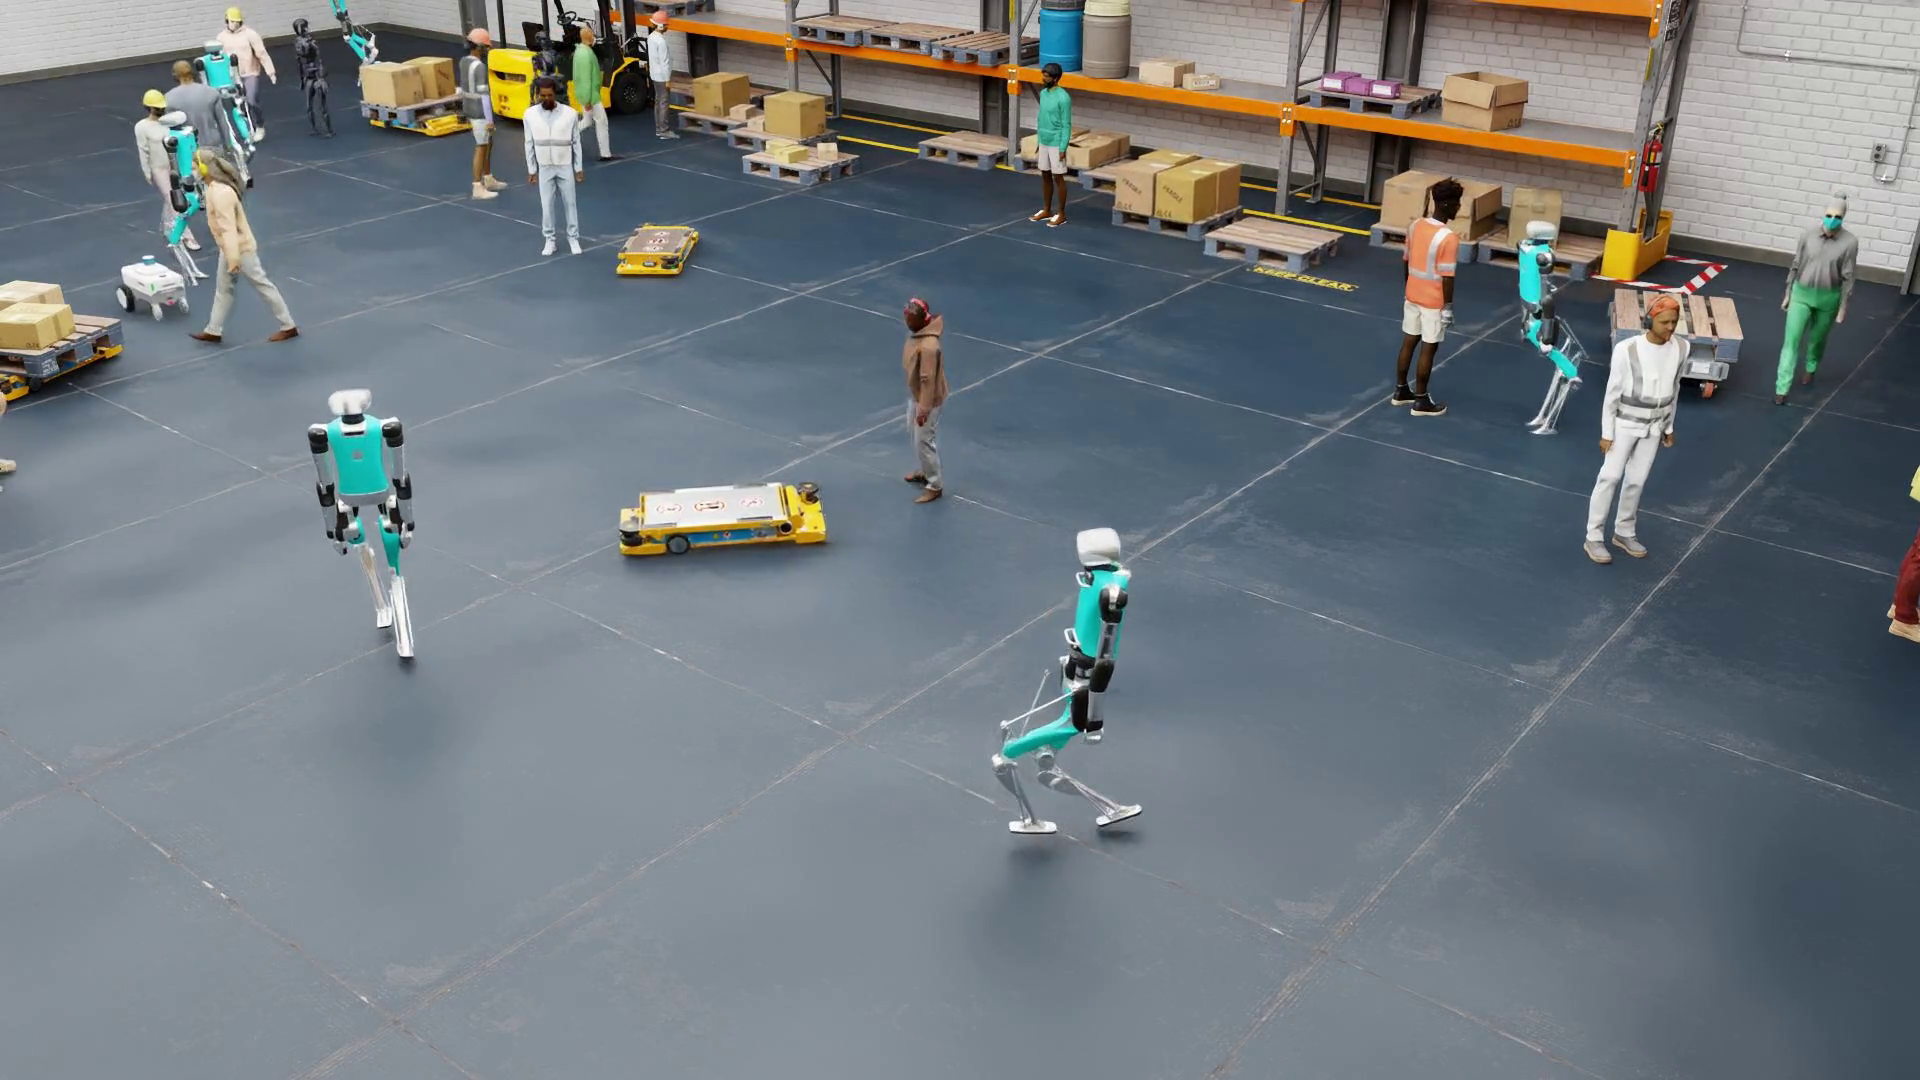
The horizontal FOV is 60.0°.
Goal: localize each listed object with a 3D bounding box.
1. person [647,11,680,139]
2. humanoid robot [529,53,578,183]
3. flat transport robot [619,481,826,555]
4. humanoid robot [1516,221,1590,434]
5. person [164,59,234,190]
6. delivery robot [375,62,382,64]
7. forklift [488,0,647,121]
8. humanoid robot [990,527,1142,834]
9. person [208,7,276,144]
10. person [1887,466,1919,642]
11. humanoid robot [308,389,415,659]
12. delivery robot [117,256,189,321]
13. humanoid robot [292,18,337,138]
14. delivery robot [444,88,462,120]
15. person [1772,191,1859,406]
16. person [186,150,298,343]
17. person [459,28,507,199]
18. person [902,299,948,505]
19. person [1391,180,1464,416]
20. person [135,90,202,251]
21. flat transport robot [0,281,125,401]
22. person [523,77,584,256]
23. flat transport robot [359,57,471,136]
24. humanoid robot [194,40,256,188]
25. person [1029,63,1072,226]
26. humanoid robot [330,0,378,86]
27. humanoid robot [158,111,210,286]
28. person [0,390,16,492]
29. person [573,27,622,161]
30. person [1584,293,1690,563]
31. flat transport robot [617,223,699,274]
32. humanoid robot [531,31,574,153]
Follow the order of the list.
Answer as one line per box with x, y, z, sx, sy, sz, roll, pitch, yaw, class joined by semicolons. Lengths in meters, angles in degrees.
-4.183;-6.557;23.458;0.350;1.741;0.571;-12;28;-23;person
-5.234;-5.379;21.158;0.587;1.622;0.781;-21;33;-37;humanoid robot
-1.702;-0.153;11.888;1.431;0.231;0.659;-4;26;-9;flat transport robot
4.803;-1.703;13.399;0.778;1.754;0.531;-2;26;-4;humanoid robot
-8.680;-4.510;19.014;0.644;1.918;0.520;-14;29;-27;person
-9.106;-7.200;26.171;0.499;0.610;0.813;-12;28;-24;delivery robot
-5.874;-7.334;24.552;1.214;2.155;2.313;19;32;34;forklift
0.483;0.779;8.265;0.956;1.751;0.542;-3;26;-5;humanoid robot
-9.934;-6.421;23.036;0.804;1.854;0.583;3;26;5;person
6.087;-0.228;10.317;0.364;1.767;0.479;13;29;25;person
-3.606;-0.145;10.194;0.537;1.763;0.922;-7;27;-15;humanoid robot
-7.970;-2.513;16.439;0.785;0.589;0.499;22;33;38;delivery robot
-9.113;-6.507;23.438;0.612;1.646;0.401;16;30;30;humanoid robot
-7.587;-6.508;24.730;0.522;0.603;0.775;0;26;1;delivery robot
7.307;-2.097;14.159;0.524;1.802;0.930;15;30;28;person
-6.767;-2.694;15.370;0.991;1.806;0.636;-14;29;-26;person
-5.861;-5.229;20.411;0.641;2.008;0.682;-17;31;-31;person
-0.269;-1.033;12.153;0.328;1.610;0.594;-7;27;-14;person
3.892;-2.010;13.784;0.363;1.962;0.611;-9;27;-18;person
-8.751;-4.109;18.405;0.816;1.719;0.532;14;29;27;person
-8.249;-1.562;14.806;0.659;0.231;1.431;7;27;15;flat transport robot
-4.404;-4.065;18.097;0.595;1.914;0.373;-4;26;-9;person
-7.867;-6.107;24.218;1.431;0.231;0.659;16;30;30;flat transport robot
-9.140;-5.322;20.975;0.549;1.825;0.887;-20;32;-35;humanoid robot
1.086;-4.576;19.231;0.377;1.847;0.506;-18;31;-32;person
-9.804;-8.256;27.069;0.771;1.854;0.530;-7;27;-15;humanoid robot
-8.097;-3.486;17.139;0.689;1.833;0.539;2;26;5;humanoid robot
-7.437;-1.240;12.418;0.443;1.763;0.647;-13;29;-25;person
-4.989;-5.910;22.109;0.742;1.755;0.544;-9;27;-18;person
4.603;-0.756;11.284;0.573;1.881;0.357;-7;27;-14;person
-3.288;-3.175;18.146;0.659;0.231;1.431;0;26;1;flat transport robot
-5.530;-6.044;22.546;0.745;1.640;0.602;14;29;26;humanoid robot
